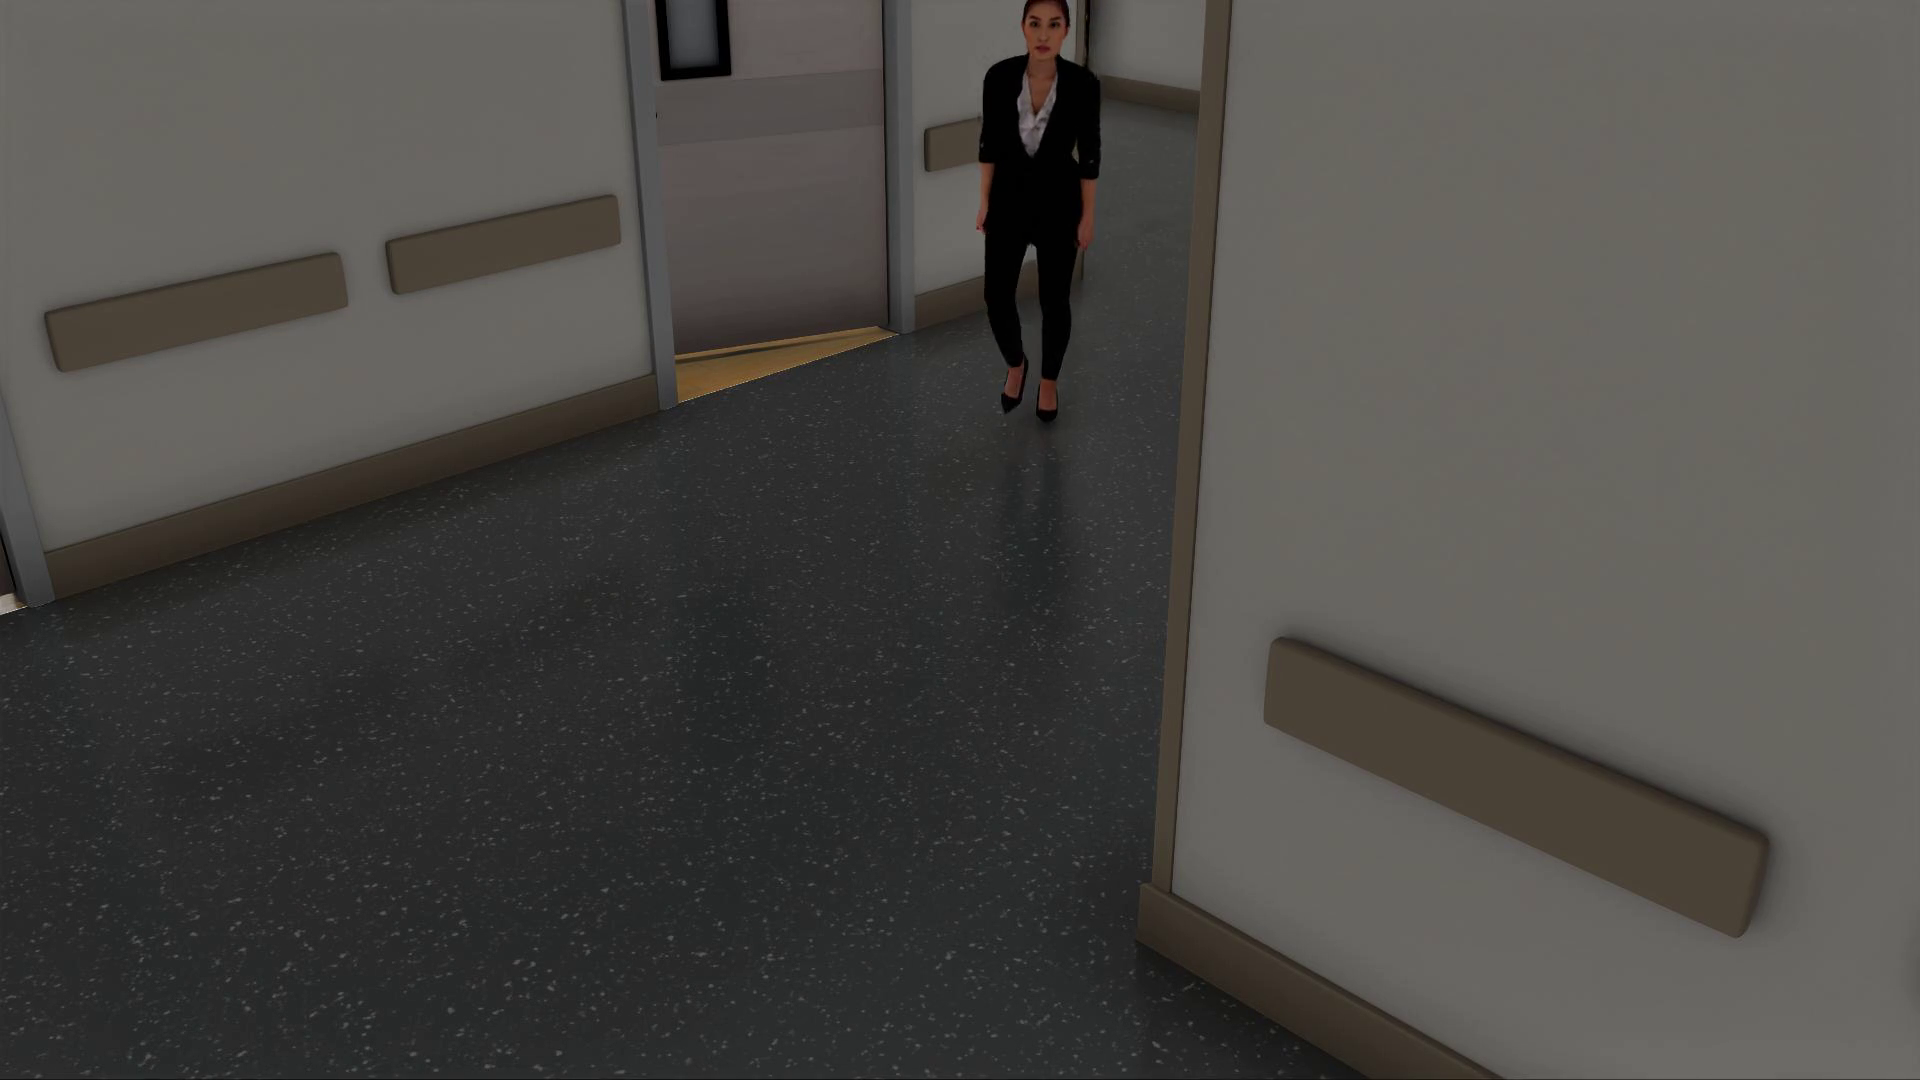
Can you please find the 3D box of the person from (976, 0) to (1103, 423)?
[{"bbox_3d":[0.304,-1.248,6.324,0.742,1.640,0.783,4,26,7],"label":"person"}]
